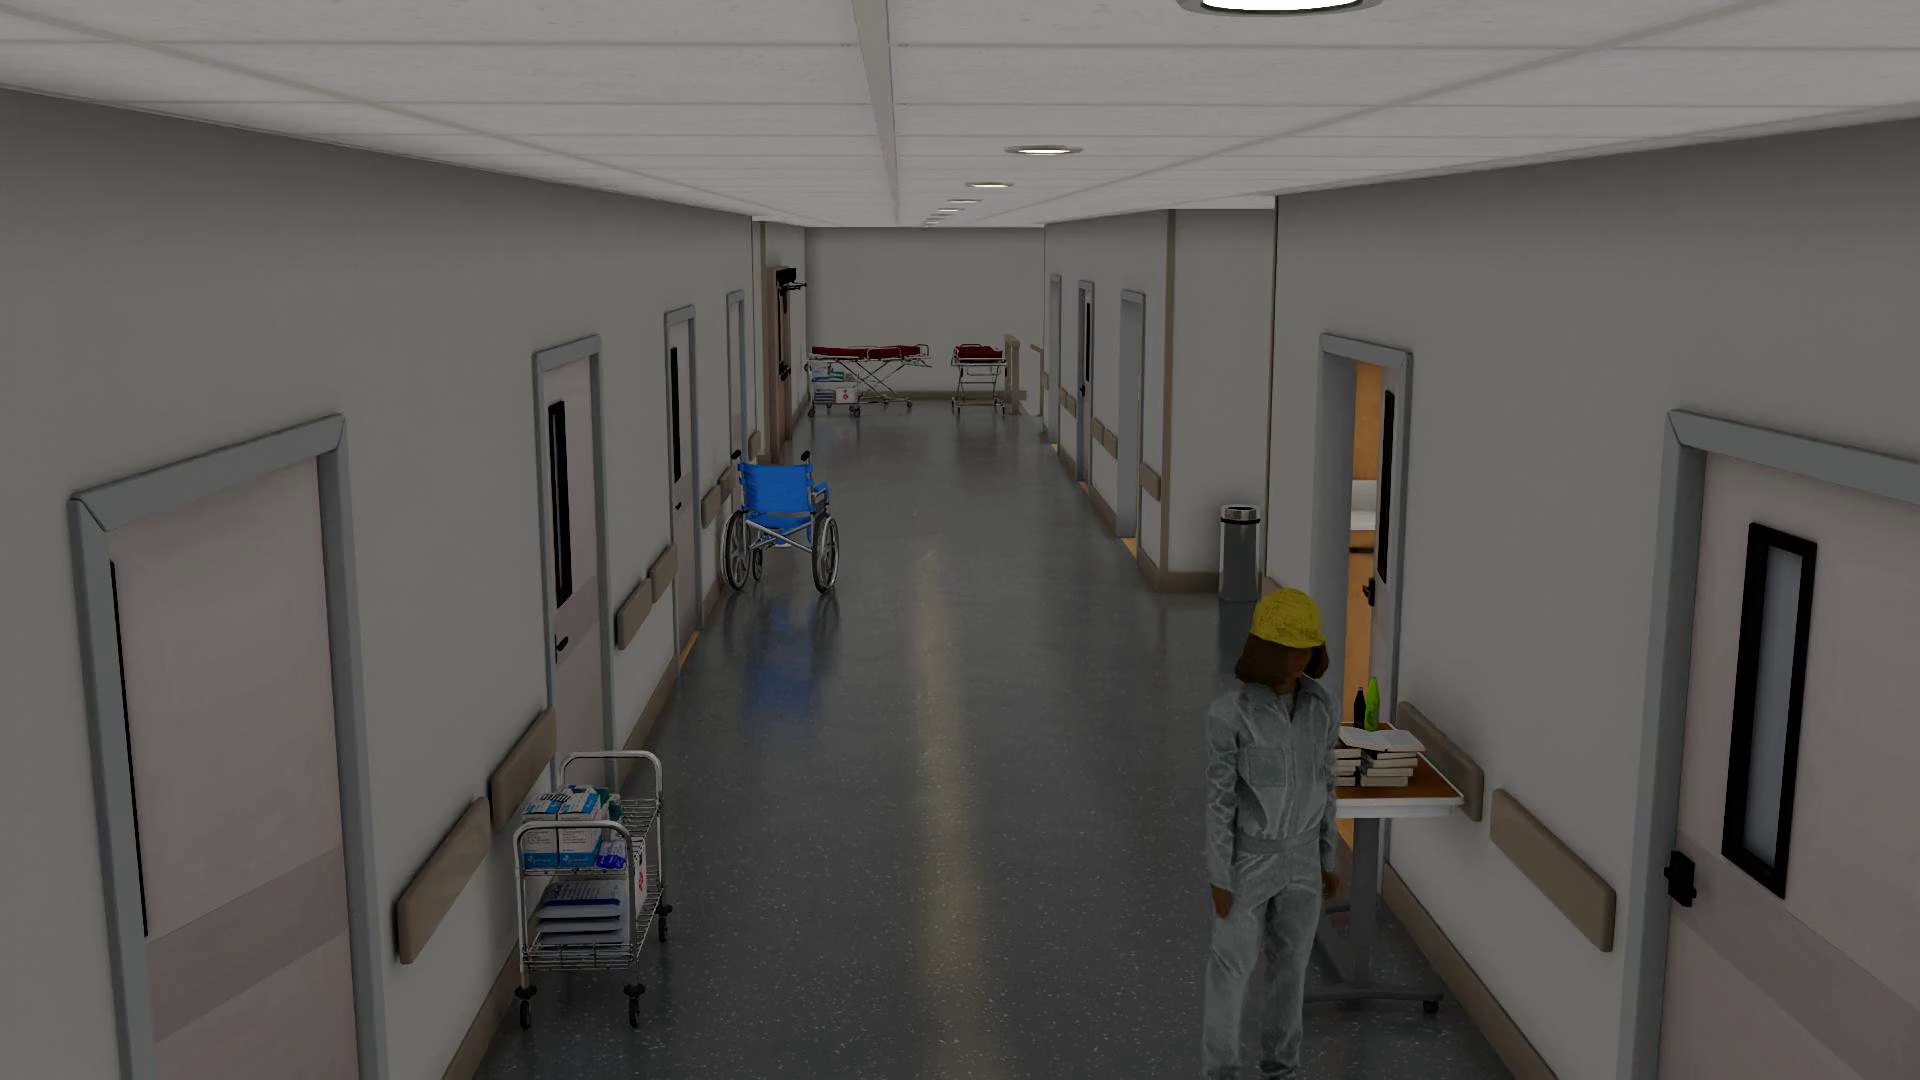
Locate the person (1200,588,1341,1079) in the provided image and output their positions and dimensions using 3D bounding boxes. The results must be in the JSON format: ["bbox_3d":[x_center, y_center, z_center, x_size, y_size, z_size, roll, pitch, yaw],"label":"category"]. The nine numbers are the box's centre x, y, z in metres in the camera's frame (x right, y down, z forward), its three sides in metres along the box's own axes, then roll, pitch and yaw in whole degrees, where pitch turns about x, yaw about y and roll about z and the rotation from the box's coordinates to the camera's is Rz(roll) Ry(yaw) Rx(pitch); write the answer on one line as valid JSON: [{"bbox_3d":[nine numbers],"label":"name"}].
[{"bbox_3d":[0.971,1.000,5.121,0.488,1.742,0.306,-5,11,-26],"label":"person"}]
